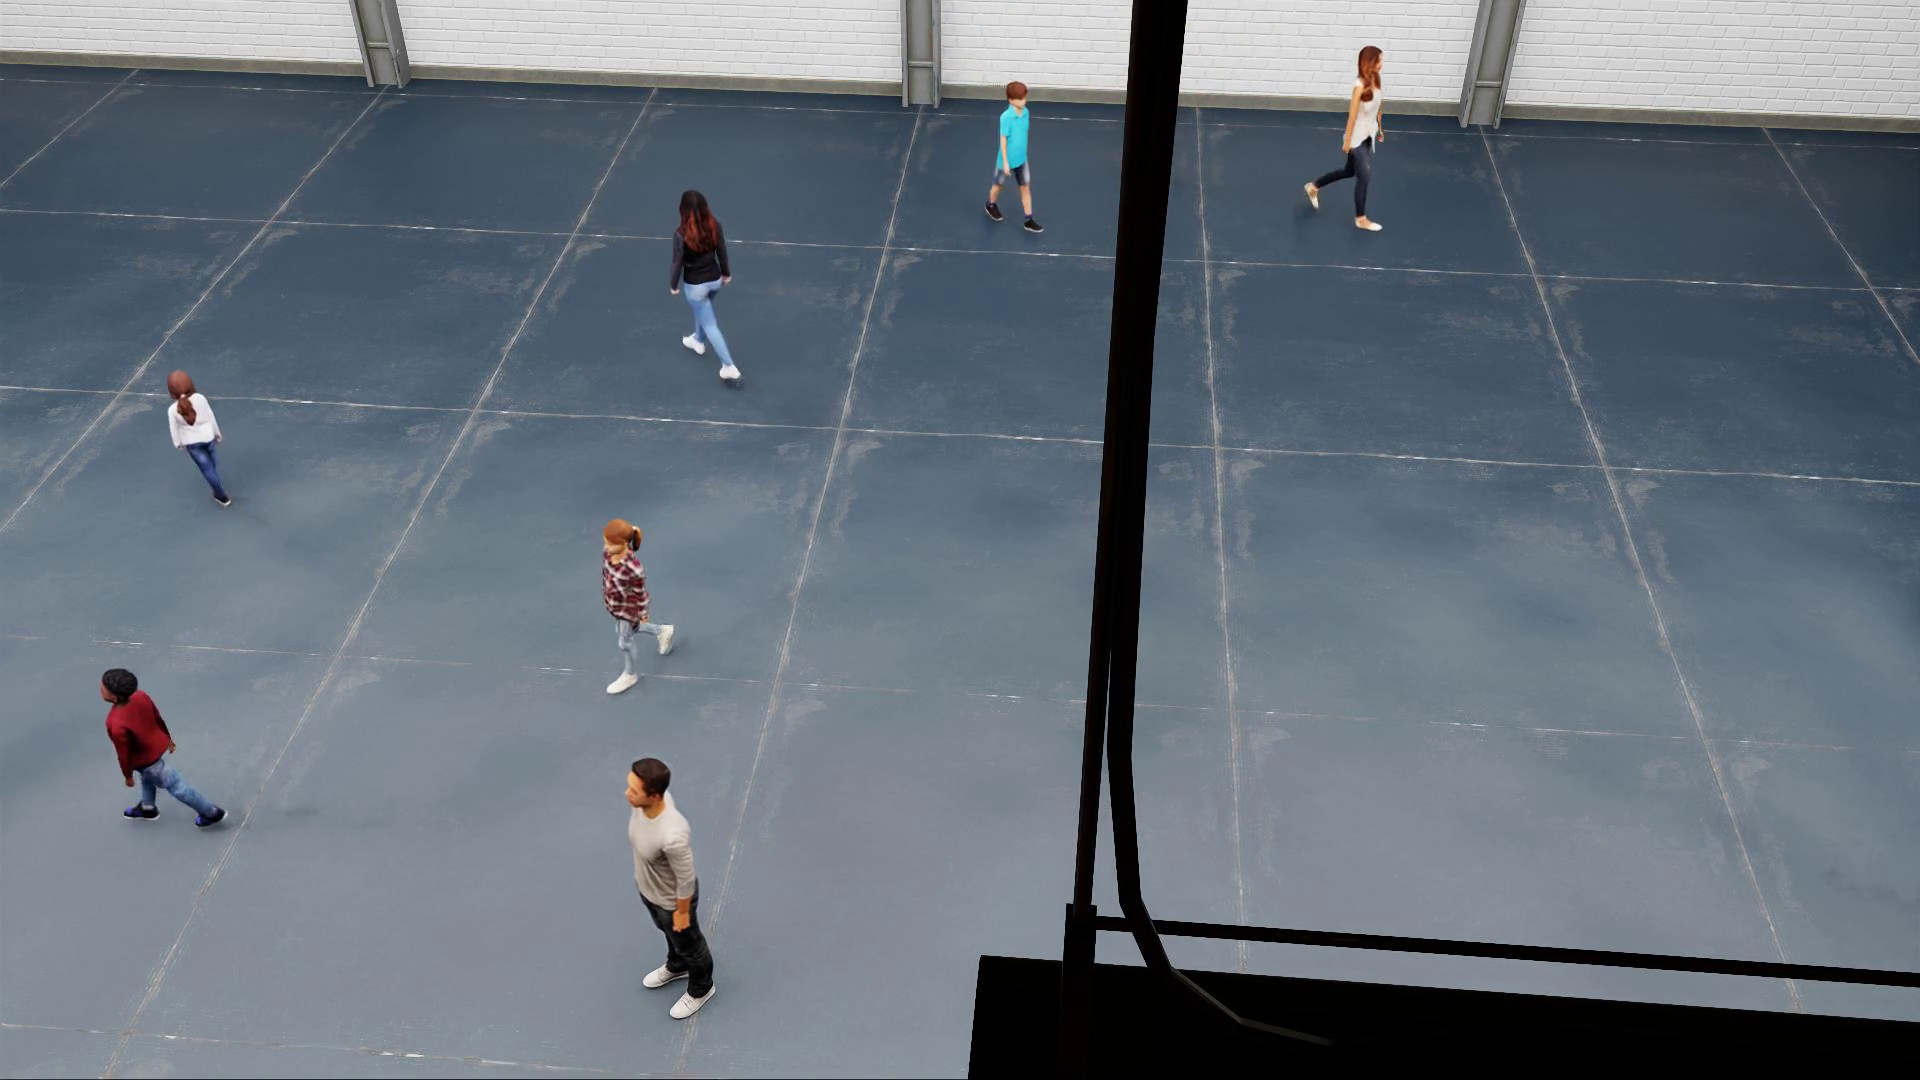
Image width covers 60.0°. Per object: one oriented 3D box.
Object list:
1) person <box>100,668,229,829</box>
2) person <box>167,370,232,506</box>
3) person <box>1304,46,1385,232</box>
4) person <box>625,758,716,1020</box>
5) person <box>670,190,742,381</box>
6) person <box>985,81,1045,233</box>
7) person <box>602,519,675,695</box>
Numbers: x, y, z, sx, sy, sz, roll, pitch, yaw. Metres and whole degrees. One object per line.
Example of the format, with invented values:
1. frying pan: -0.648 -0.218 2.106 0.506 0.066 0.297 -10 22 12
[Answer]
1. person: -4.660 1.238 9.683 0.891 1.229 0.548 0 39 0
2. person: -5.593 -0.735 12.266 0.793 1.090 0.695 30 47 32
3. person: 3.647 -3.775 15.535 1.162 1.761 0.949 23 44 26
4. person: -1.491 1.765 8.557 0.765 1.811 0.726 -23 44 -26
5. person: -2.045 -2.036 13.492 1.078 1.593 1.176 -30 48 -32
6. person: 0.440 -3.617 15.610 0.946 1.421 0.970 -25 45 -28
7. person: -2.104 0.373 10.715 0.879 1.294 0.825 -30 47 -32
